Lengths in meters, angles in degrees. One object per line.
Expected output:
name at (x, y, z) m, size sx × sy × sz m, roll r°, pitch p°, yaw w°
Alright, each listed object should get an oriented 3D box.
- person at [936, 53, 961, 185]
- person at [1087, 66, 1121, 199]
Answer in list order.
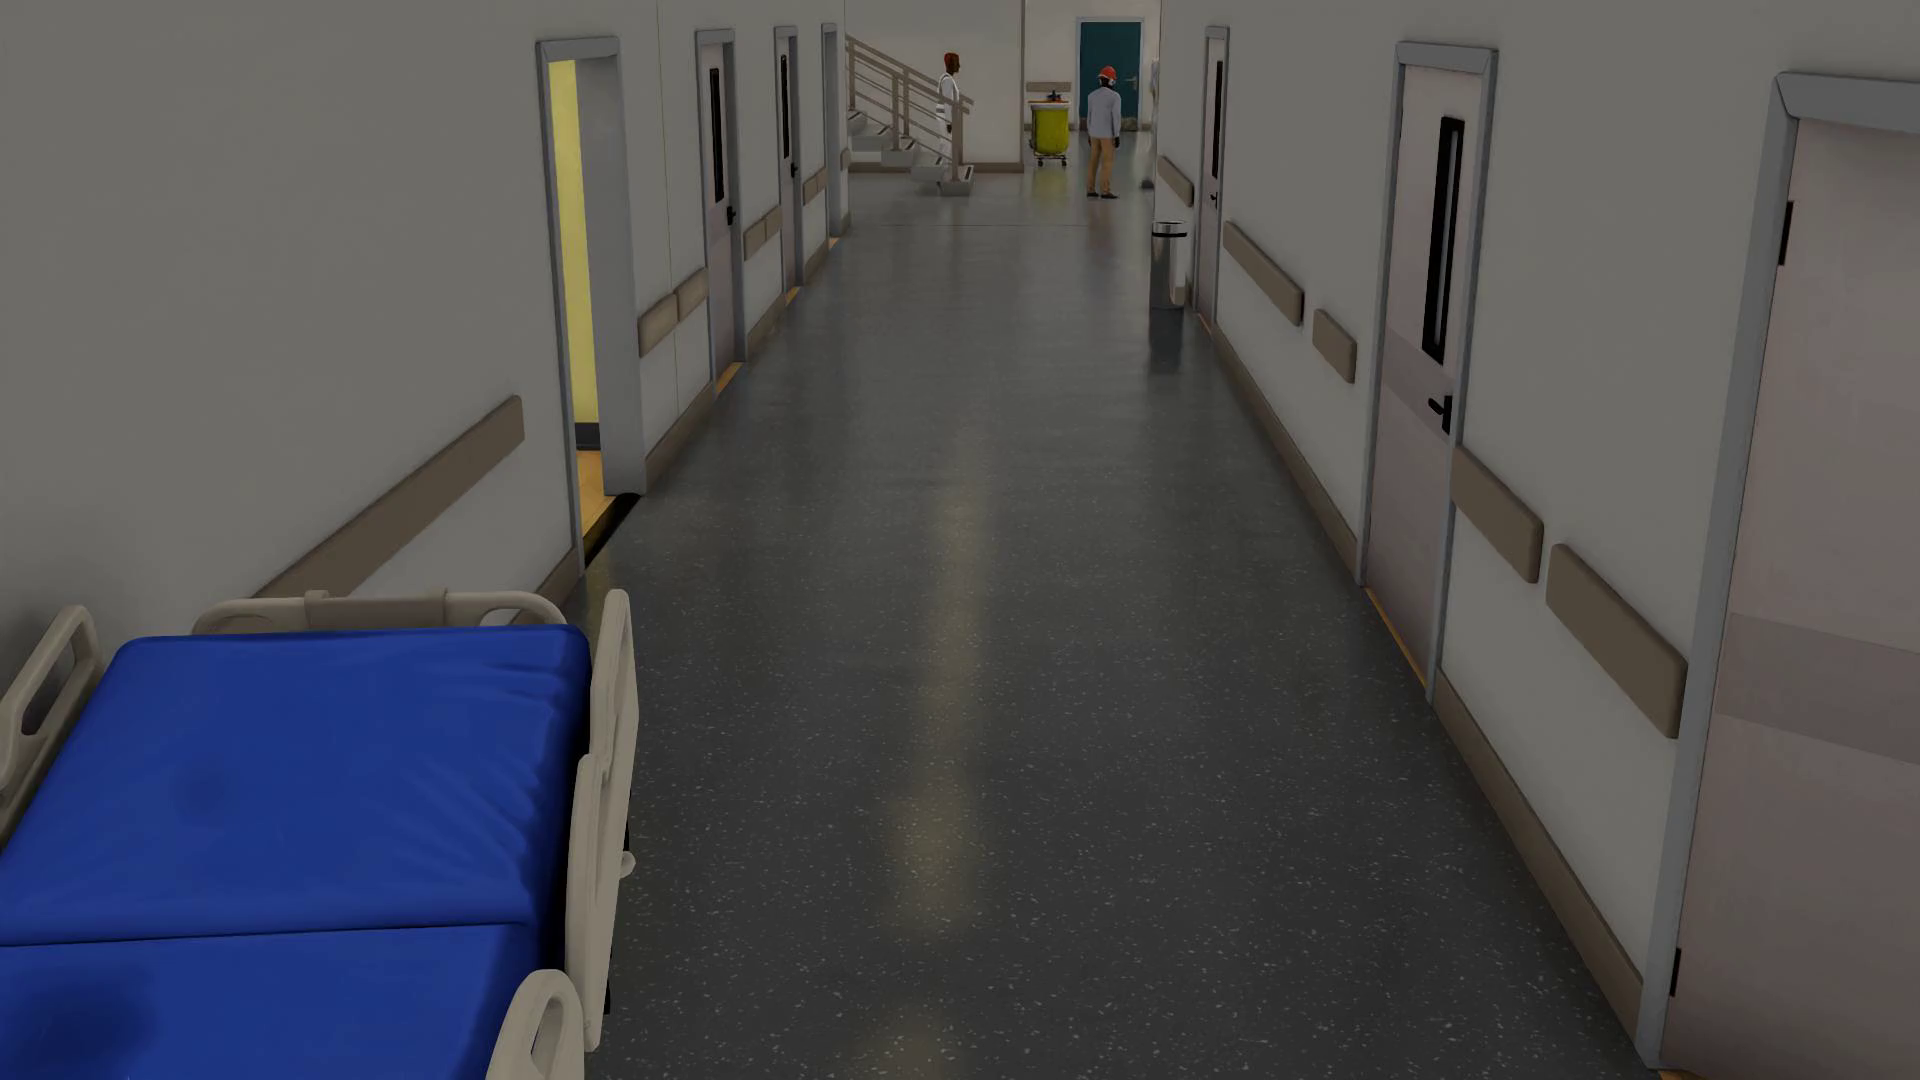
person at (-0.169, -6.109, 24.178) m, size 0.363 × 1.872 × 0.576 m, roll 0°, pitch 18°, yaw -1°
person at (1.952, -5.495, 22.461) m, size 0.382 × 1.739 × 0.579 m, roll -14°, pitch 23°, yaw -38°
